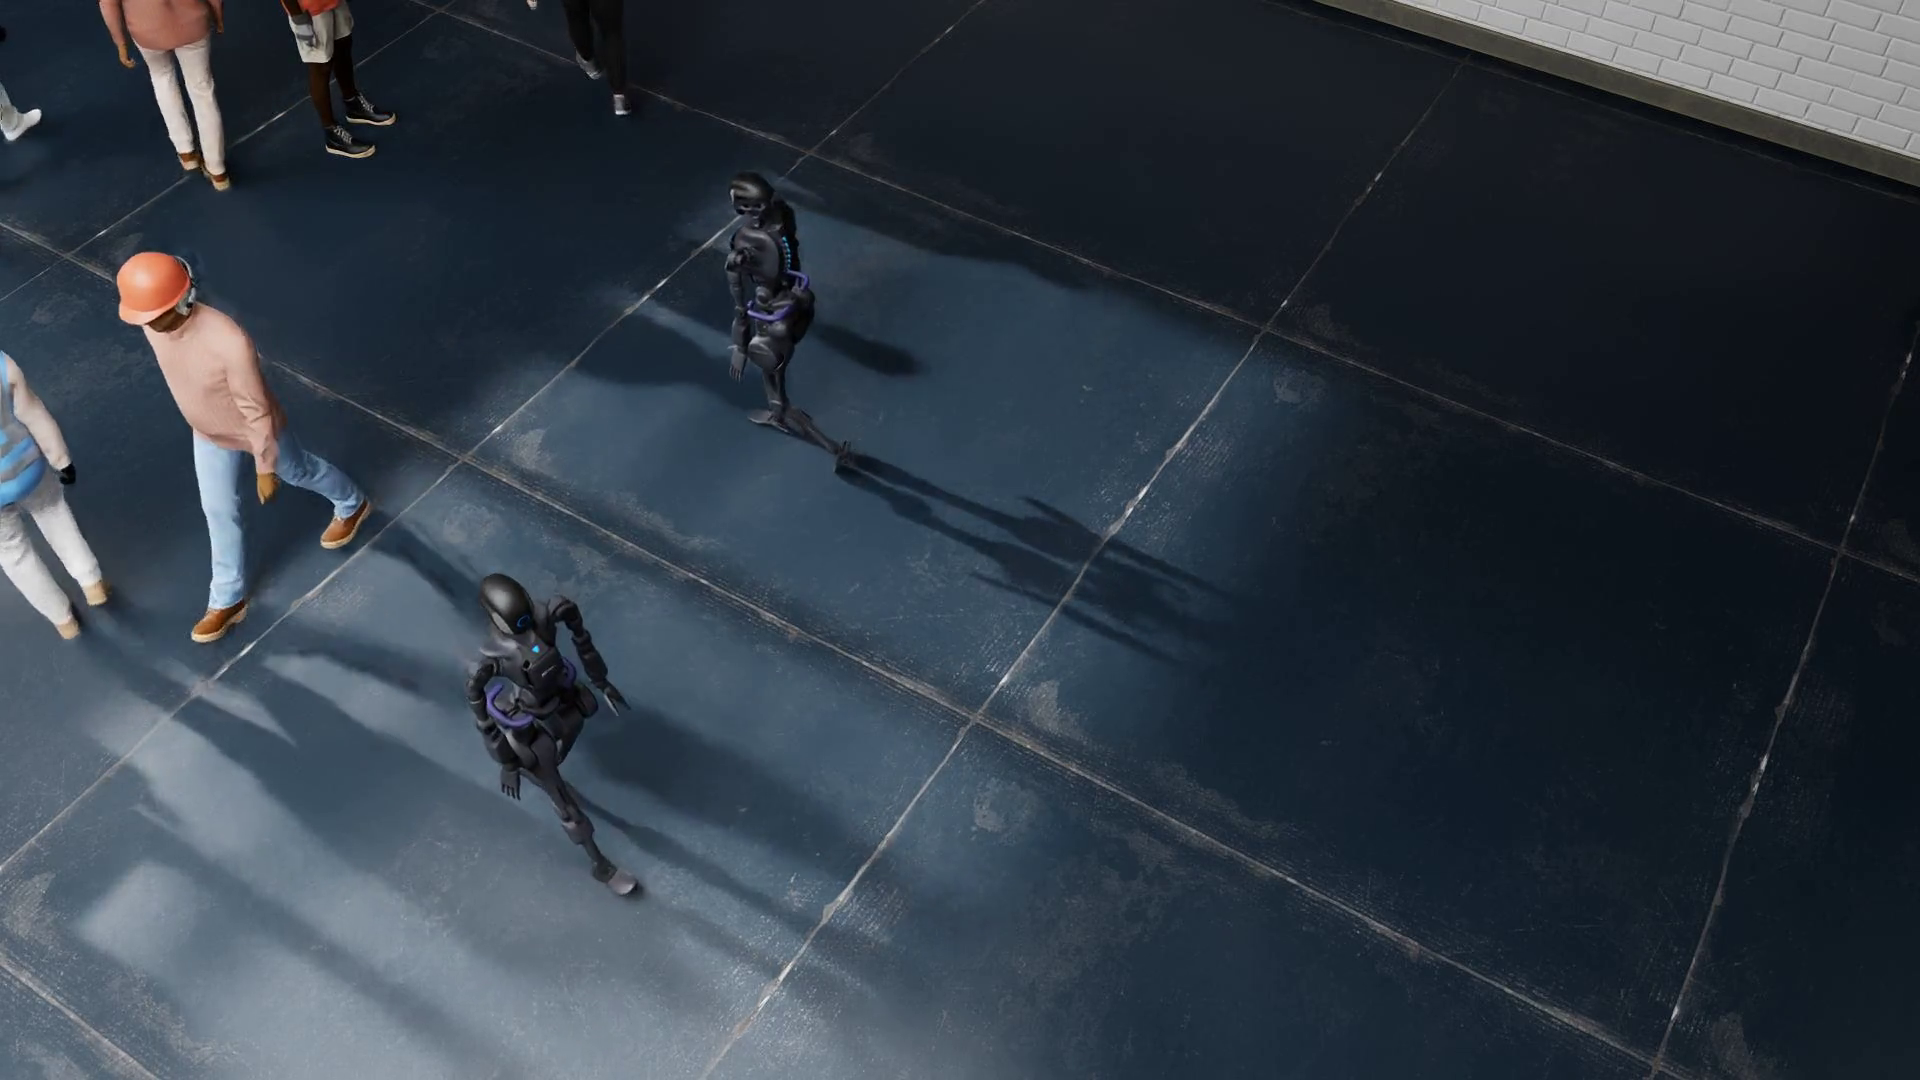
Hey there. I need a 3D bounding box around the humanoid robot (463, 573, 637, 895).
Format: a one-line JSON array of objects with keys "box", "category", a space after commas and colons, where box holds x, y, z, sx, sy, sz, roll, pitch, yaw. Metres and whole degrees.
[{"box": [-1.540, 0.673, 6.326, 0.788, 1.623, 0.586, 31, 56, 24], "category": "humanoid robot"}]

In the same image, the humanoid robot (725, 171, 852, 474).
[{"box": [-0.790, -1.032, 7.793, 0.621, 1.625, 0.589, 19, 52, 16], "category": "humanoid robot"}]

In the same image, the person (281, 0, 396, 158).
[{"box": [-3.635, -3.095, 9.403, 0.381, 1.957, 0.600, 8, 49, 7], "category": "person"}]

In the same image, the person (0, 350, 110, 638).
[{"box": [-4.096, -0.279, 7.021, 0.634, 1.827, 0.458, -32, 56, -25], "category": "person"}]

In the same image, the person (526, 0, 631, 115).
[{"box": [-2.213, -3.375, 9.803, 0.734, 1.709, 0.861, -8, 49, -7], "category": "person"}]

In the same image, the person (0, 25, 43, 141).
[{"box": [-5.772, -2.898, 9.278, 0.609, 1.887, 0.847, 17, 51, 15], "category": "person"}]

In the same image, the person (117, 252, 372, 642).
[{"box": [-3.119, -0.468, 7.123, 0.629, 1.927, 1.069, 19, 52, 16], "category": "person"}]

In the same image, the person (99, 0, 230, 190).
[{"box": [-4.375, -2.898, 9.228, 0.638, 1.957, 0.616, -18, 51, -15], "category": "person"}]
